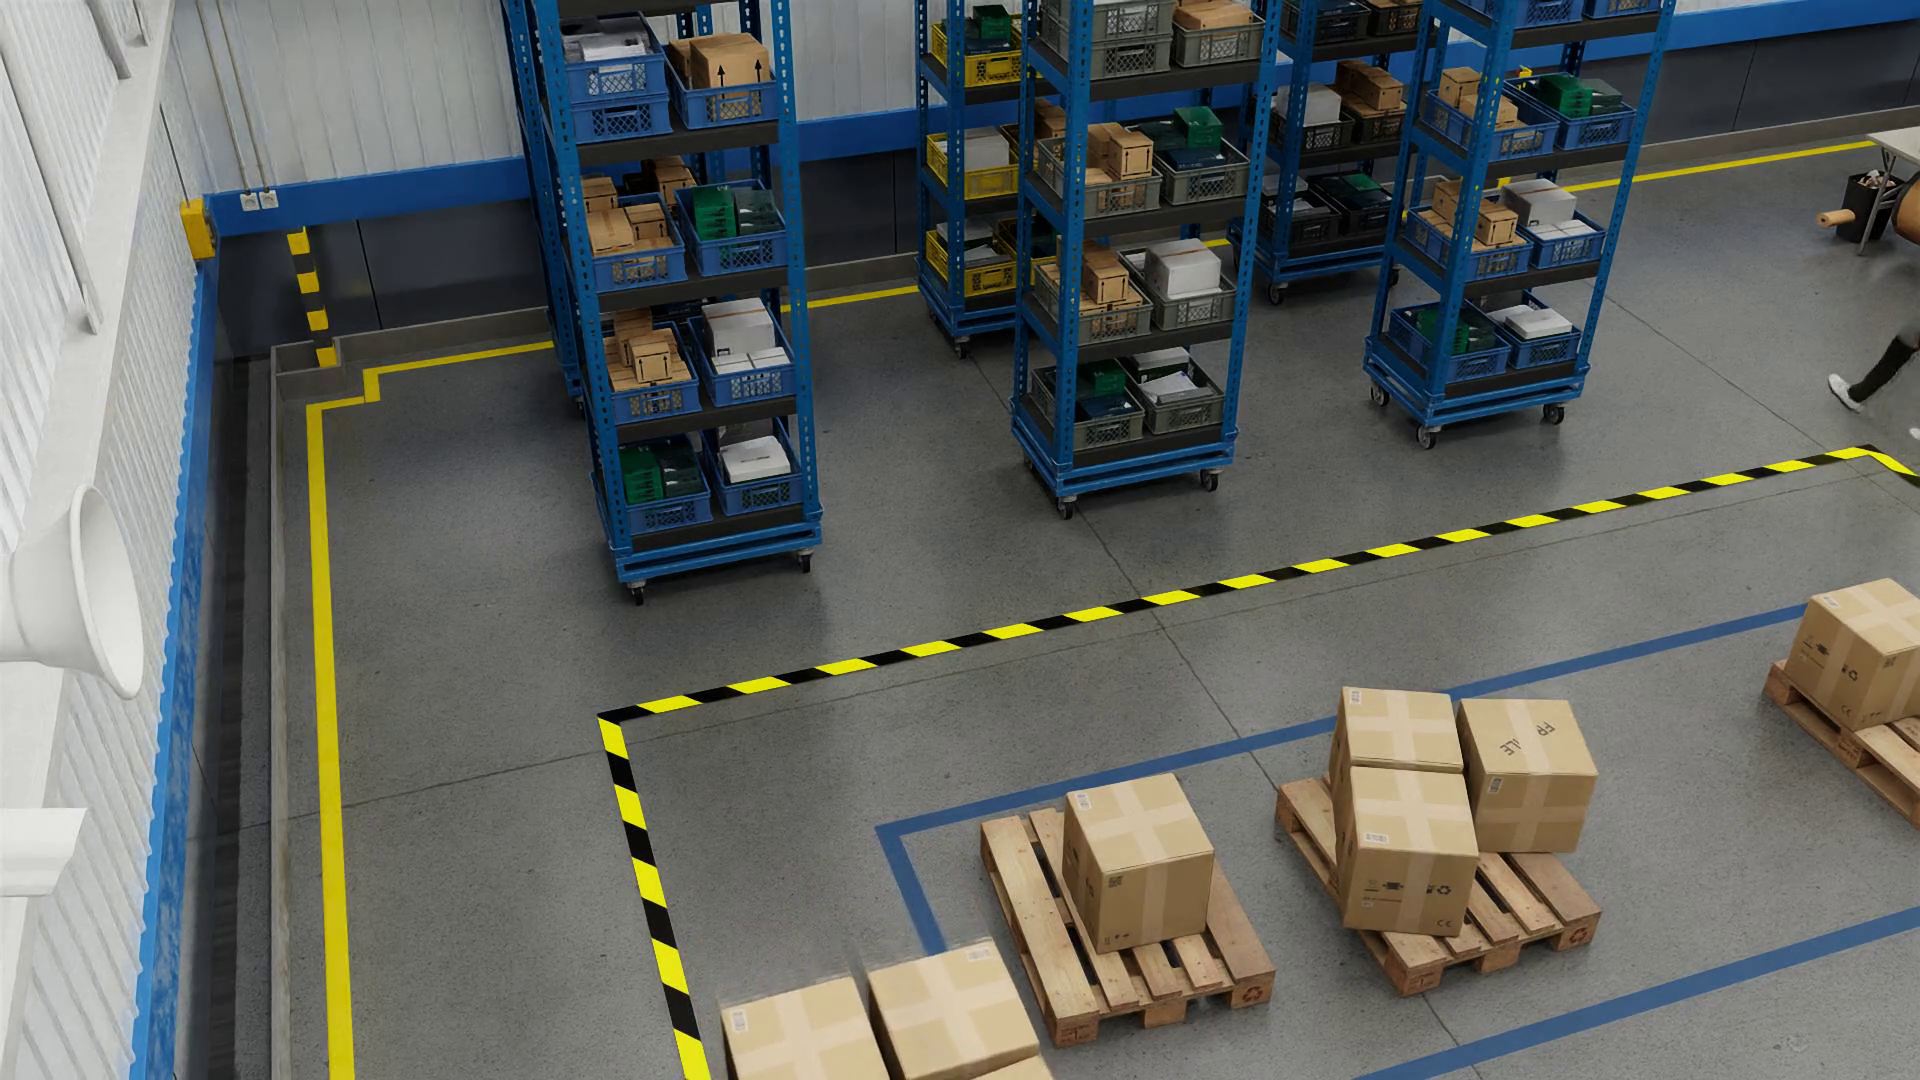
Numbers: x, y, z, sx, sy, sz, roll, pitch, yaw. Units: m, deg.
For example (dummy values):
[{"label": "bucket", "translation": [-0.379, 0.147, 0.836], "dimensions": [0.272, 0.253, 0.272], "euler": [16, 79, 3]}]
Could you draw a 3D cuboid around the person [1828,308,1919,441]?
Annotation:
[{"label": "person", "translation": [6.372, -1.529, 10.878], "dimensions": [0.602, 1.826, 0.789], "euler": [-12, 37, -16]}]
